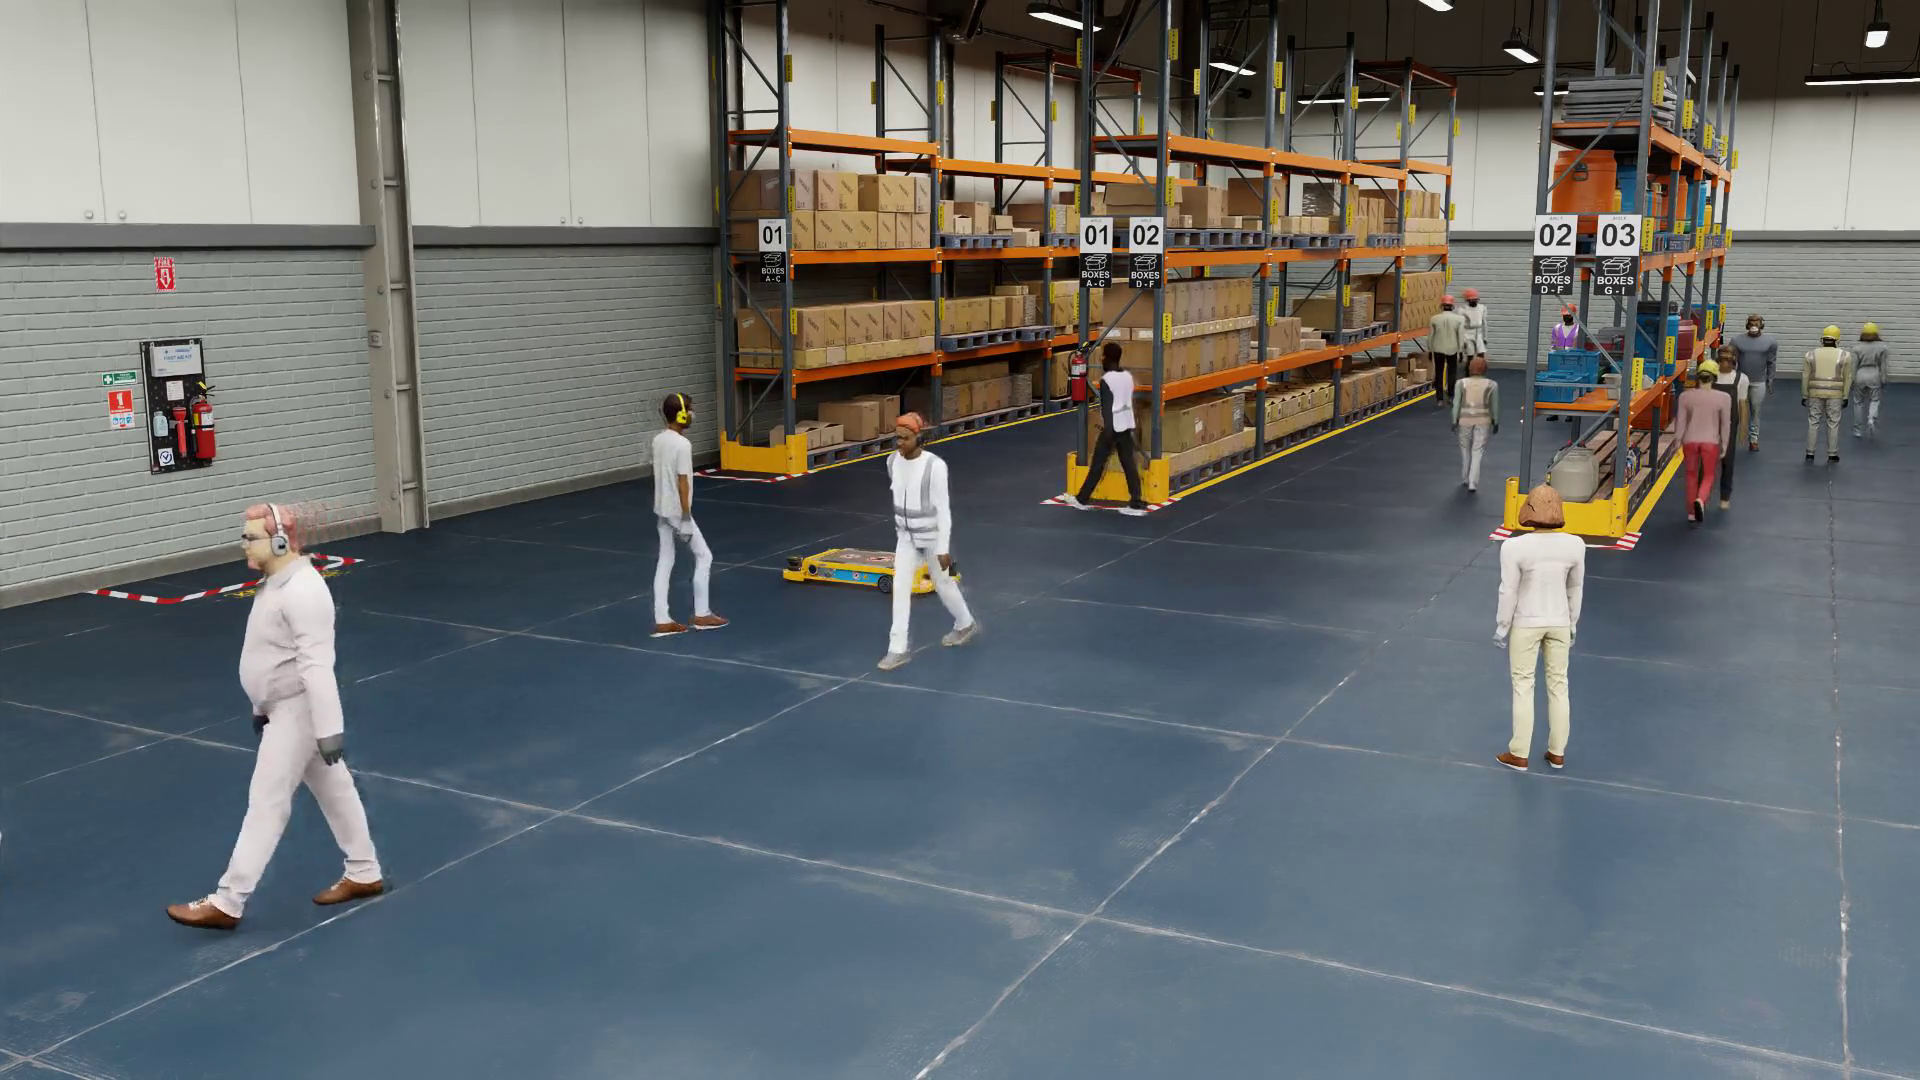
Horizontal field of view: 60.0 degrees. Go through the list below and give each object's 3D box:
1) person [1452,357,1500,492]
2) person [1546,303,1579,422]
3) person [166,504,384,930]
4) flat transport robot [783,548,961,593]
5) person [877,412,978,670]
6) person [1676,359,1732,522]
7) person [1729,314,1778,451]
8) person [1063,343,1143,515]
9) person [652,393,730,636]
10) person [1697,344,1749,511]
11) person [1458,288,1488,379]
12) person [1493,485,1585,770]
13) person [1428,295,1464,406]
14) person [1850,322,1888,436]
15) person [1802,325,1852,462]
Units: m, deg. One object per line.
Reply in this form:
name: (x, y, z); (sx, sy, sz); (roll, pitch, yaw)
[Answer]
person: (6.161, -1.387, 19.875); (0.537, 1.588, 0.881); (4, 11, 21)
person: (9.890, -2.894, 27.152); (0.545, 1.938, 0.362); (8, 13, 36)
person: (-3.056, 0.773, 7.331); (0.965, 1.862, 0.676); (-5, 12, -27)
flat transport robot: (-0.771, 0.253, 14.536); (1.431, 0.197, 0.652); (5, 12, 27)
person: (-0.211, -0.034, 11.927); (0.587, 1.822, 1.020); (8, 13, 37)
person: (7.782, -1.022, 17.473); (0.528, 1.751, 0.601); (7, 12, 32)
person: (11.161, -2.221, 23.479); (0.629, 1.939, 0.372); (5, 11, 23)
person: (1.623, -1.217, 18.191); (1.018, 1.860, 0.607); (8, 13, 38)
person: (-2.069, -0.202, 12.709); (0.740, 1.844, 0.564); (-9, 14, -41)
person: (8.418, -1.249, 18.430); (0.511, 1.844, 0.332); (5, 12, 26)
person: (10.229, -3.986, 32.957); (0.710, 1.986, 0.823); (-3, 11, -14)
person: (3.284, 0.502, 9.462); (0.500, 1.633, 0.286); (-1, 10, -6)
person: (8.739, -3.407, 29.869); (0.647, 1.960, 0.905); (4, 11, 22)
person: (13.676, -2.416, 25.080); (0.503, 1.727, 0.487); (5, 11, 23)
person: (11.626, -1.958, 22.328); (0.587, 1.835, 0.404); (7, 13, 35)
